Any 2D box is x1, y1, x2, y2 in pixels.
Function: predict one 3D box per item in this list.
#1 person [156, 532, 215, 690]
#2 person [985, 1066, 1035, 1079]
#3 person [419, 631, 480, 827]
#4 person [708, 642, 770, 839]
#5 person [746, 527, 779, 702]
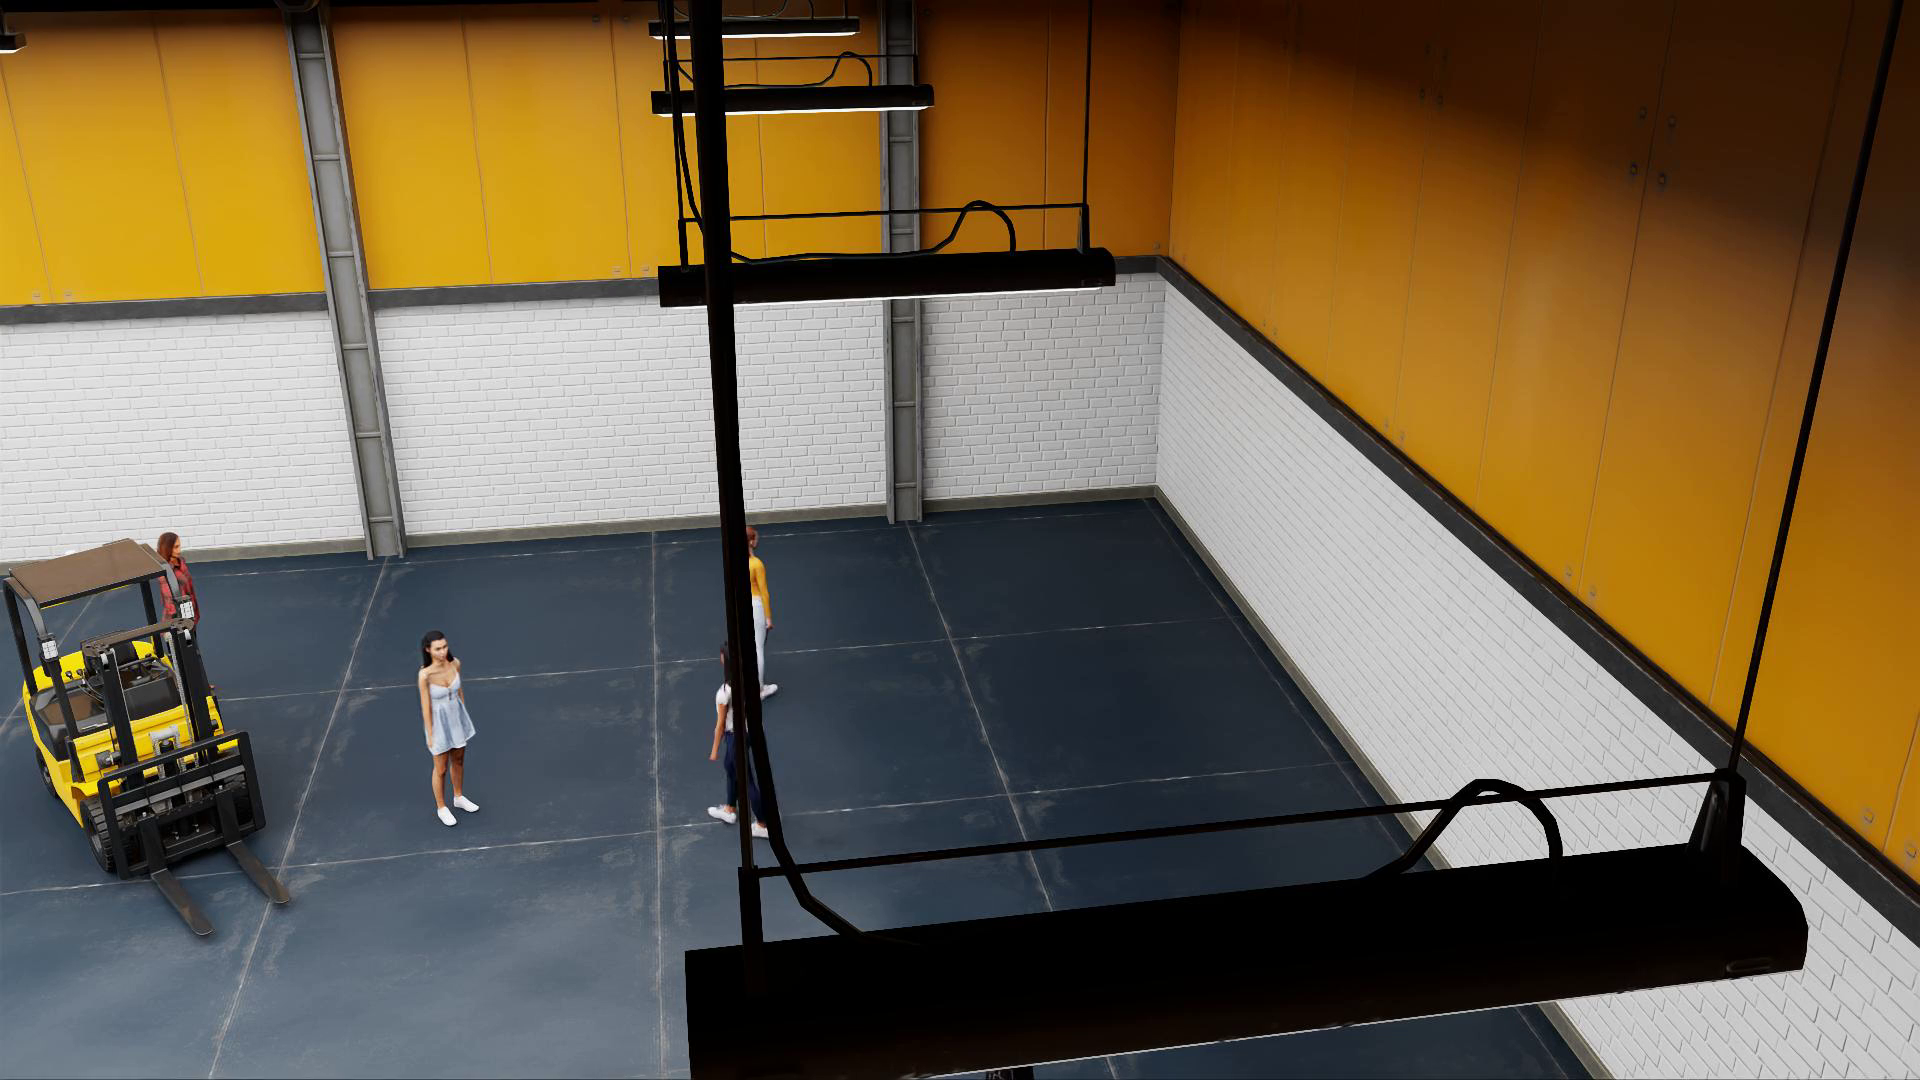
[{"bbox_3d":[-7.358,0.716,15.703,0.564,1.702,0.620,-2,24,-5],"label":"person"},{"bbox_3d":[0.259,3.316,9.606,0.529,1.820,0.653,-4,24,-9],"label":"person"},{"bbox_3d":[-4.268,1.527,13.814,0.723,1.729,0.667,15,28,31],"label":"person"},{"bbox_3d":[-1.703,1.647,13.509,0.976,1.754,0.853,7,25,15],"label":"person"},{"bbox_3d":[-1.978,0.683,15.720,0.666,1.749,0.719,17,29,34],"label":"person"}]
